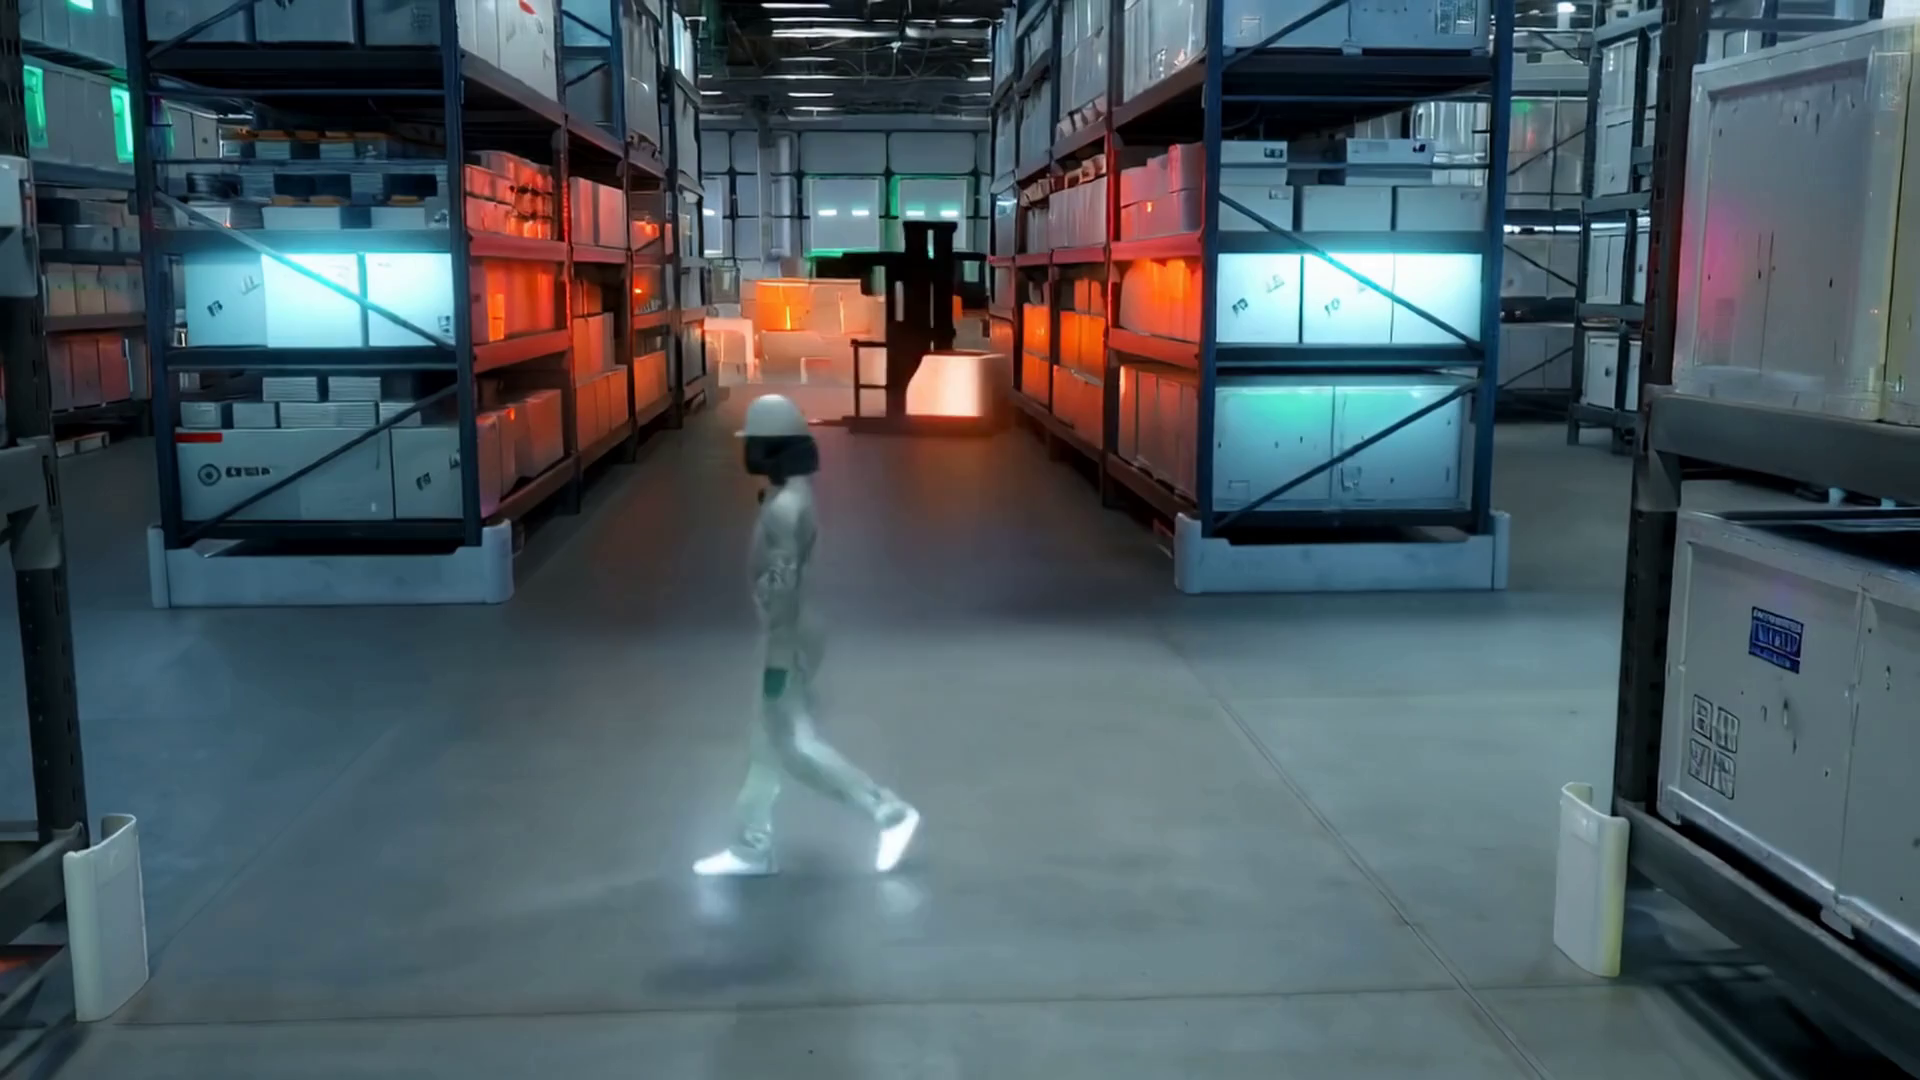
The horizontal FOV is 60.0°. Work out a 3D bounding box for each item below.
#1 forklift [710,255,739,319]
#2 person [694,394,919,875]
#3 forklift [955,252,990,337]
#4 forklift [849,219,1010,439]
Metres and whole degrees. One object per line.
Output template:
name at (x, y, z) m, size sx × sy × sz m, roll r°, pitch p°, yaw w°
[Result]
forklift at (-8.368, -8.713, 59.038) m, size 1.129 × 2.768 × 1.873 m, roll -1°, pitch 9°, yaw -4°
person at (-0.545, 0.348, 5.777) m, size 0.732 × 1.716 × 0.493 m, roll -1°, pitch 9°, yaw -5°
forklift at (0.345, -7.378, 50.655) m, size 1.129 × 2.768 × 1.873 m, roll -2°, pitch 9°, yaw -10°
forklift at (-0.379, -2.785, 21.818) m, size 1.873 × 2.768 × 1.129 m, roll 4°, pitch 10°, yaw 26°
